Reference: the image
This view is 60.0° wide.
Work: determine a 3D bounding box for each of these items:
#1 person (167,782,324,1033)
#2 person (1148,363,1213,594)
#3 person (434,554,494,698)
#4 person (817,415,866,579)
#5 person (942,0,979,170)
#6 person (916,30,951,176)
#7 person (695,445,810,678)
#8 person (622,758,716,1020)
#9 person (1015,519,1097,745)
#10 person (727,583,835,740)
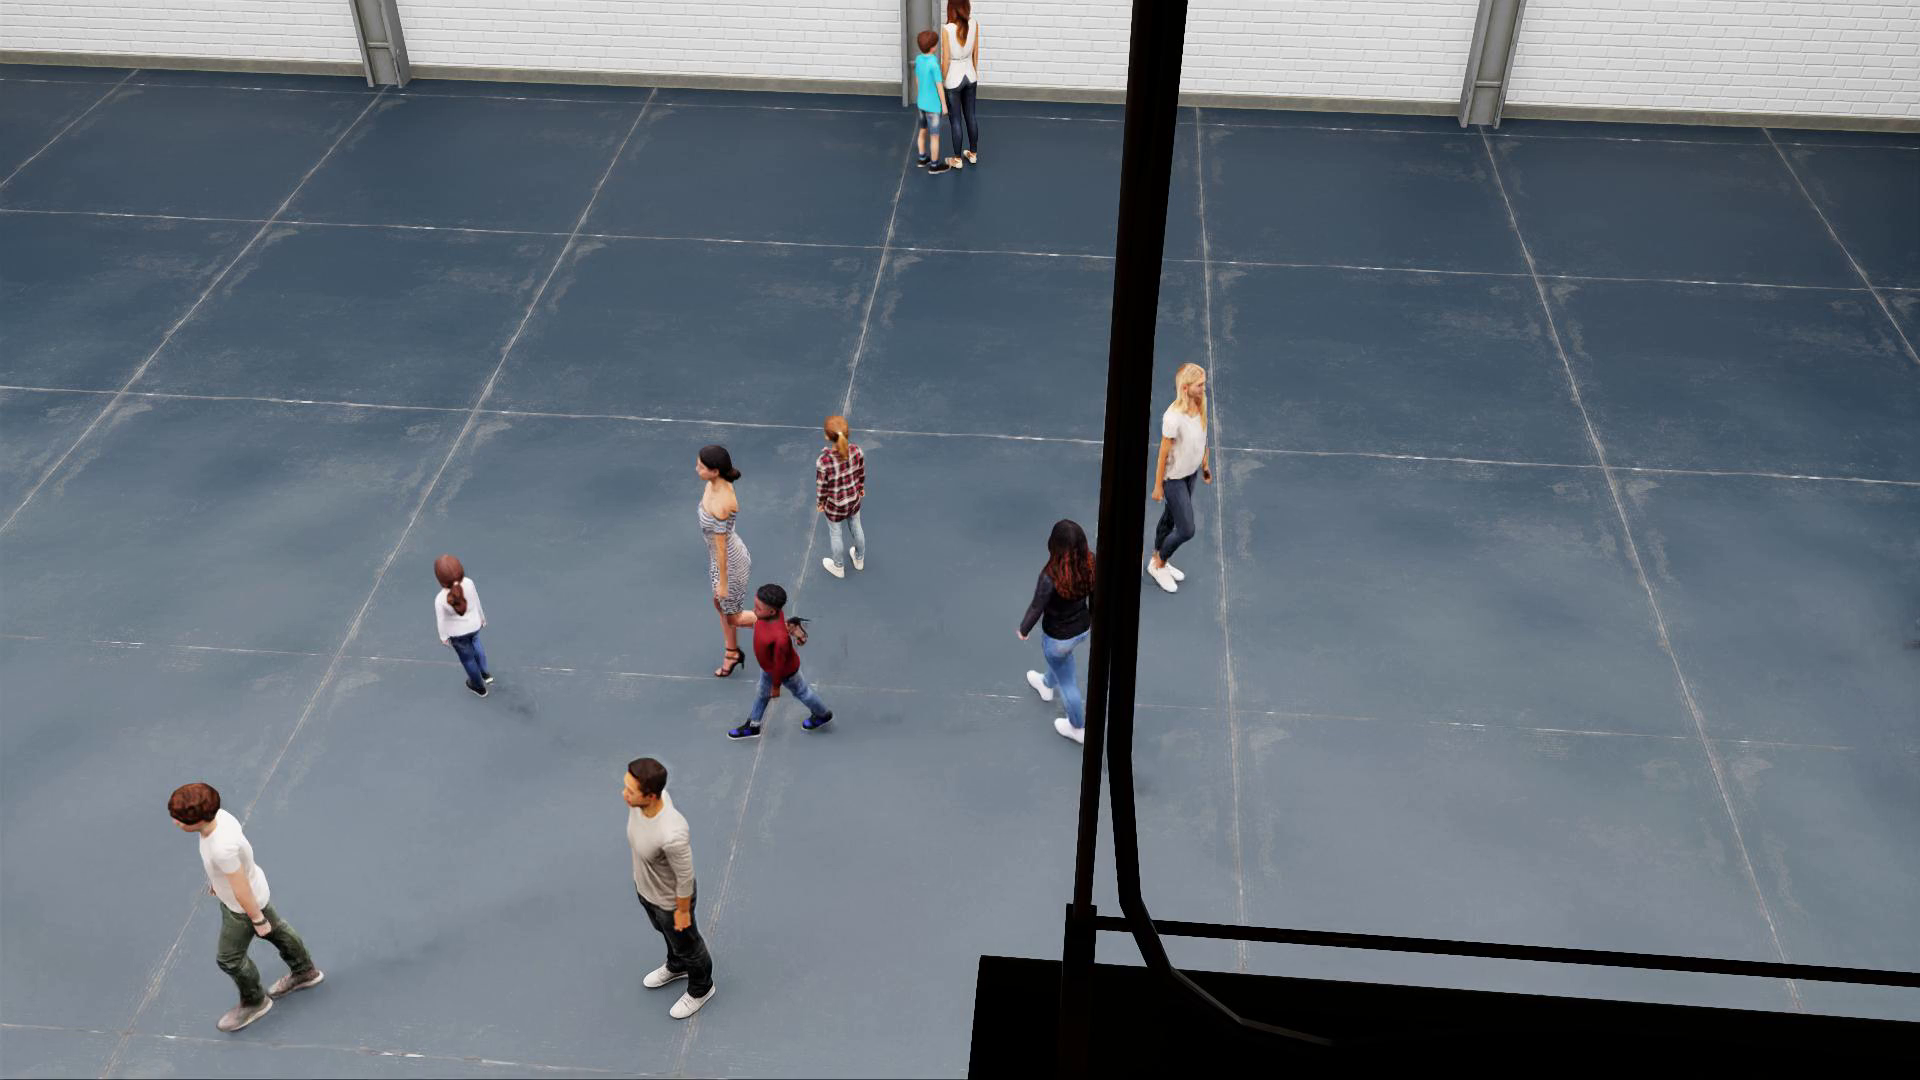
[{"bbox_3d":[-3.628,1.828,8.618,0.932,1.637,0.849,-21,43,-24],"label":"person"},{"bbox_3d":[1.410,-0.459,11.353,0.734,1.798,0.700,21,43,25],"label":"person"},{"bbox_3d":[-3.138,0.564,10.628,0.596,1.103,0.548,27,46,30],"label":"person"},{"bbox_3d":[-0.818,-0.305,11.553,0.603,1.306,0.682,-20,43,-23],"label":"person"},{"bbox_3d":[0.009,-4.562,16.501,0.651,1.784,0.735,-22,44,-25],"label":"person"},{"bbox_3d":[-0.308,-4.357,16.513,0.661,1.450,0.608,-25,45,-28],"label":"person"},{"bbox_3d":[-1.372,0.162,10.571,0.982,1.803,0.810,-11,40,-13],"label":"person"},{"bbox_3d":[-1.500,1.767,8.555,0.769,1.811,0.727,-25,45,-28],"label":"person"},{"bbox_3d":[0.698,0.599,10.177,0.976,1.612,1.034,-29,47,-31],"label":"person"},{"bbox_3d":[-1.044,0.761,10.288,0.968,1.221,0.769,-13,41,-16],"label":"person"}]
